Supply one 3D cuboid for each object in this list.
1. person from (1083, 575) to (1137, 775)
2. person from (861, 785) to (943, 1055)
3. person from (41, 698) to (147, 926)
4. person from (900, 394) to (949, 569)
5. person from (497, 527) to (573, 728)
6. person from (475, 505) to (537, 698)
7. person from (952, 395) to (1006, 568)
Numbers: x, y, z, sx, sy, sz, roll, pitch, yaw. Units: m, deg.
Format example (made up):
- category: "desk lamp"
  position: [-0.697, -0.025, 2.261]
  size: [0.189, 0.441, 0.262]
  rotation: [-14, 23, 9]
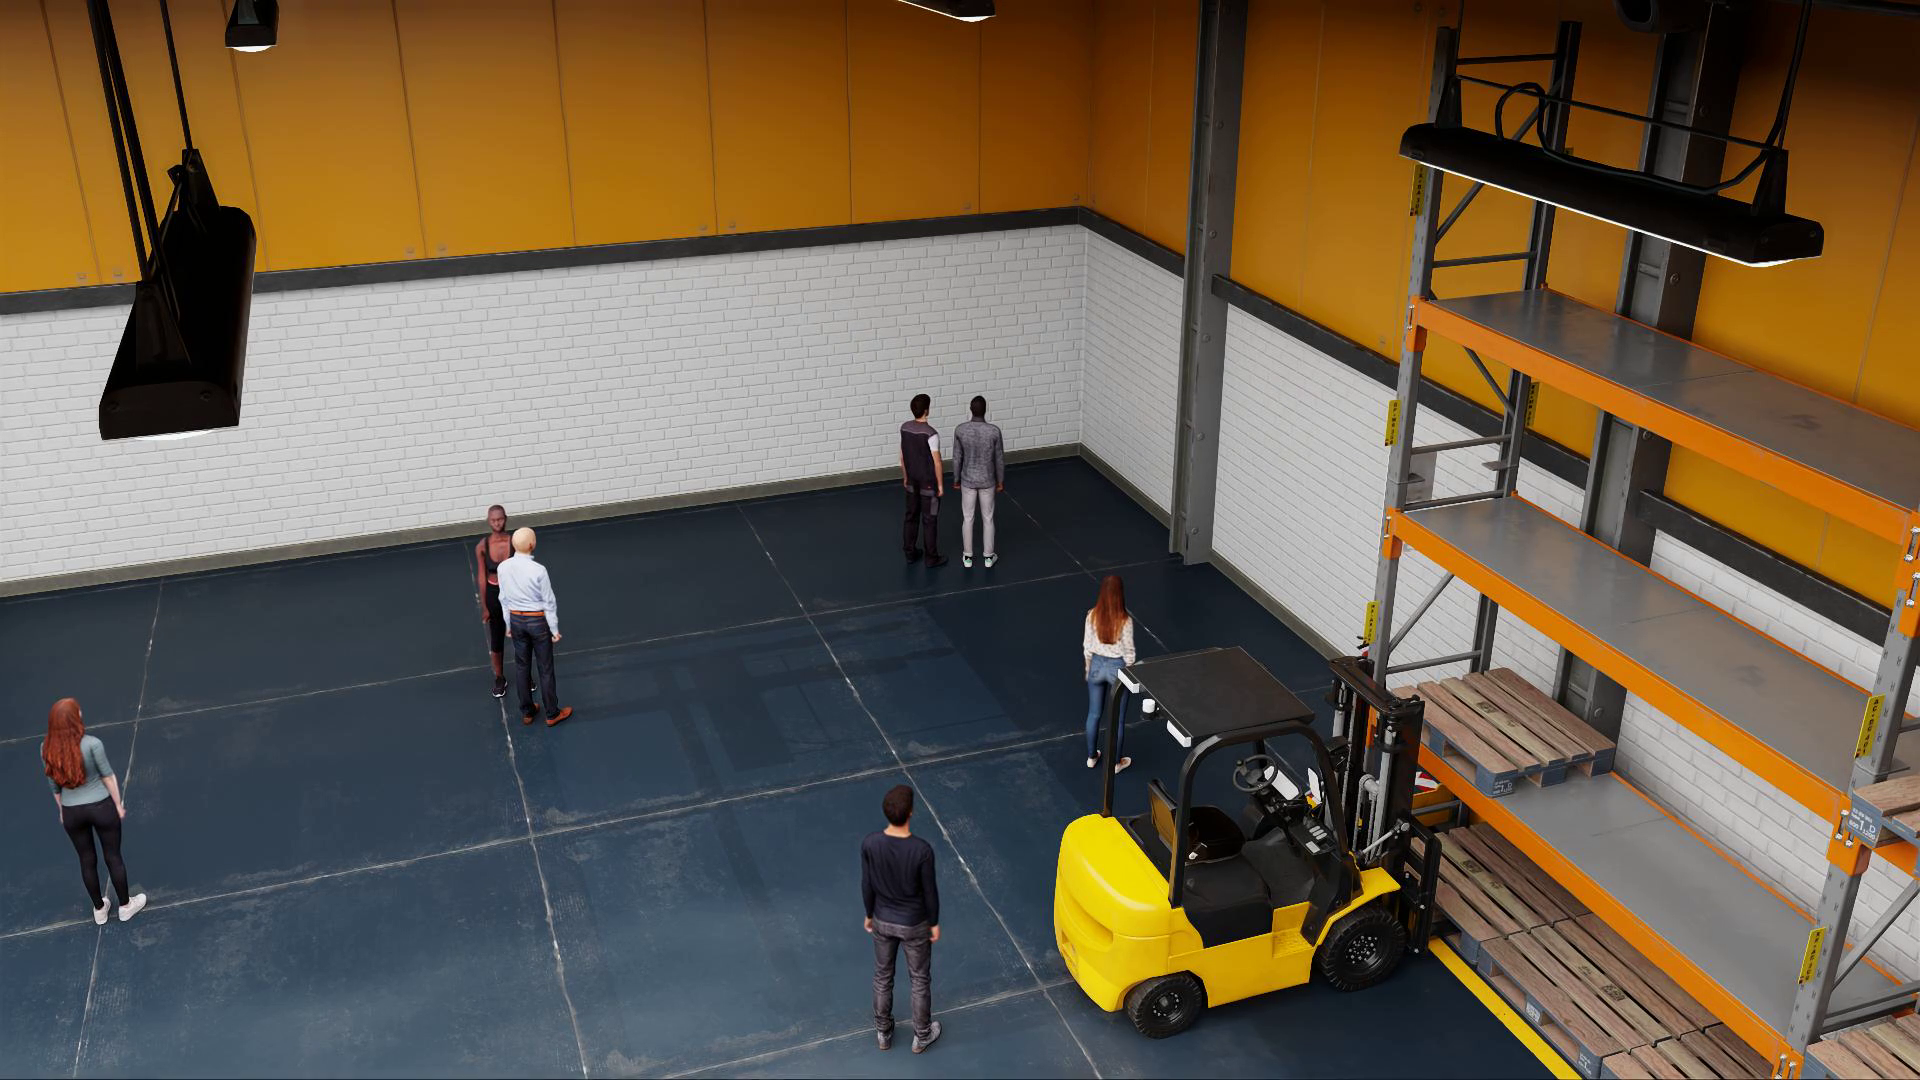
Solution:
- category: "person"
  position: [1.201, 1.066, 13.388]
  size: [0.647, 1.729, 0.708]
  rotation: [11, 26, 23]
- category: "person"
  position: [-0.364, 2.349, 10.278]
  size: [0.723, 1.870, 0.734]
  rotation: [5, 24, 12]
- category: "person"
  position: [-6.025, 1.879, 11.512]
  size: [0.618, 1.743, 0.605]
  rotation: [-3, 24, -7]
- category: "person"
  position: [-0.390, -0.612, 17.080]
  size: [0.703, 1.848, 0.801]
  rotation: [16, 28, 32]
- category: "person"
  position: [-3.629, 0.732, 14.079]
  size: [0.730, 1.790, 0.740]
  rotation: [5, 24, 11]
- category: "person"
  position: [-3.994, 0.507, 14.632]
  size: [0.577, 1.757, 0.533]
  rotation: [-8, 25, -17]
- category: "person"
  position: [0.185, -0.606, 17.077]
  size: [0.761, 1.838, 0.708]
  rotation: [2, 24, 4]
